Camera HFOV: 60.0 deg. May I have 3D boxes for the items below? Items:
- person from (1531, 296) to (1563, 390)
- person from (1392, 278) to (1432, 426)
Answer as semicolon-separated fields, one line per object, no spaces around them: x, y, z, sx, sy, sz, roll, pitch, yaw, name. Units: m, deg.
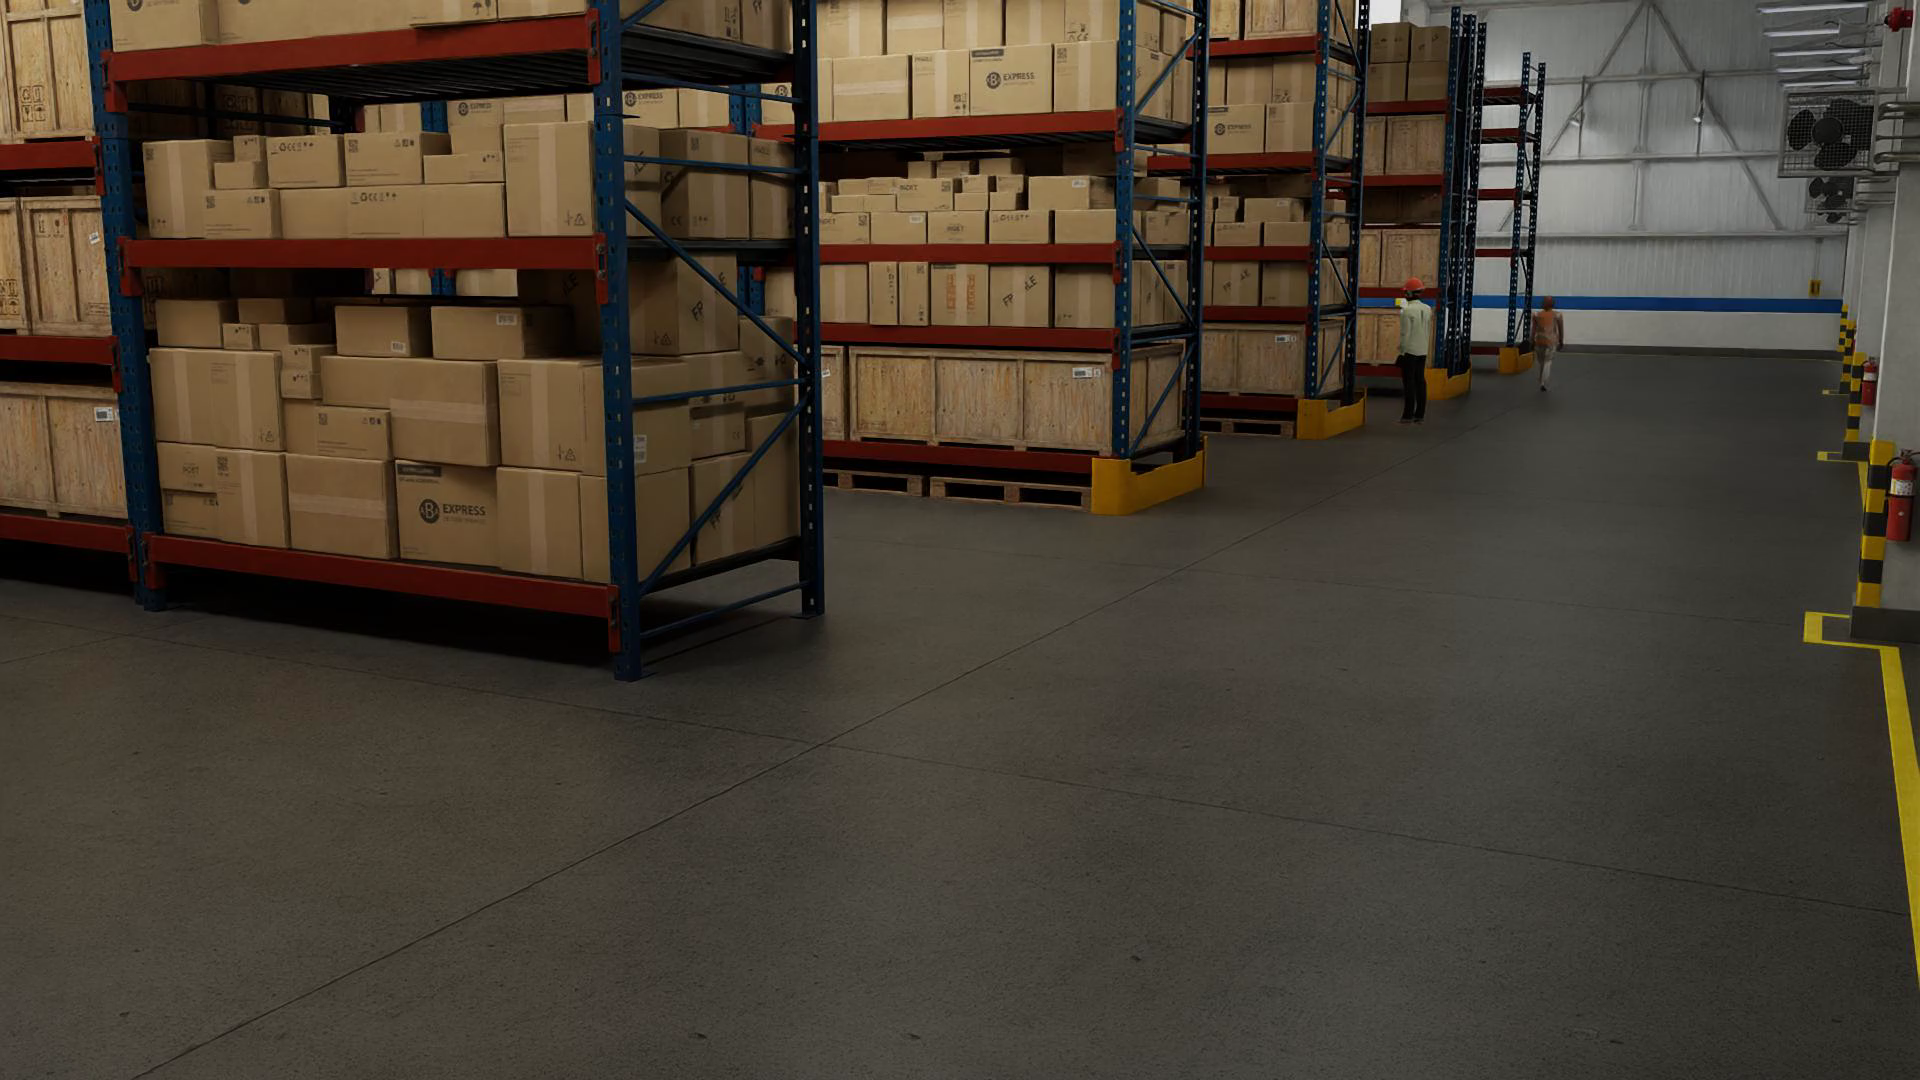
10.012;-3.361;28.416;0.506;1.596;0.876;6;12;31;person
6.117;-2.539;22.500;0.608;1.996;0.380;-8;13;-39;person
